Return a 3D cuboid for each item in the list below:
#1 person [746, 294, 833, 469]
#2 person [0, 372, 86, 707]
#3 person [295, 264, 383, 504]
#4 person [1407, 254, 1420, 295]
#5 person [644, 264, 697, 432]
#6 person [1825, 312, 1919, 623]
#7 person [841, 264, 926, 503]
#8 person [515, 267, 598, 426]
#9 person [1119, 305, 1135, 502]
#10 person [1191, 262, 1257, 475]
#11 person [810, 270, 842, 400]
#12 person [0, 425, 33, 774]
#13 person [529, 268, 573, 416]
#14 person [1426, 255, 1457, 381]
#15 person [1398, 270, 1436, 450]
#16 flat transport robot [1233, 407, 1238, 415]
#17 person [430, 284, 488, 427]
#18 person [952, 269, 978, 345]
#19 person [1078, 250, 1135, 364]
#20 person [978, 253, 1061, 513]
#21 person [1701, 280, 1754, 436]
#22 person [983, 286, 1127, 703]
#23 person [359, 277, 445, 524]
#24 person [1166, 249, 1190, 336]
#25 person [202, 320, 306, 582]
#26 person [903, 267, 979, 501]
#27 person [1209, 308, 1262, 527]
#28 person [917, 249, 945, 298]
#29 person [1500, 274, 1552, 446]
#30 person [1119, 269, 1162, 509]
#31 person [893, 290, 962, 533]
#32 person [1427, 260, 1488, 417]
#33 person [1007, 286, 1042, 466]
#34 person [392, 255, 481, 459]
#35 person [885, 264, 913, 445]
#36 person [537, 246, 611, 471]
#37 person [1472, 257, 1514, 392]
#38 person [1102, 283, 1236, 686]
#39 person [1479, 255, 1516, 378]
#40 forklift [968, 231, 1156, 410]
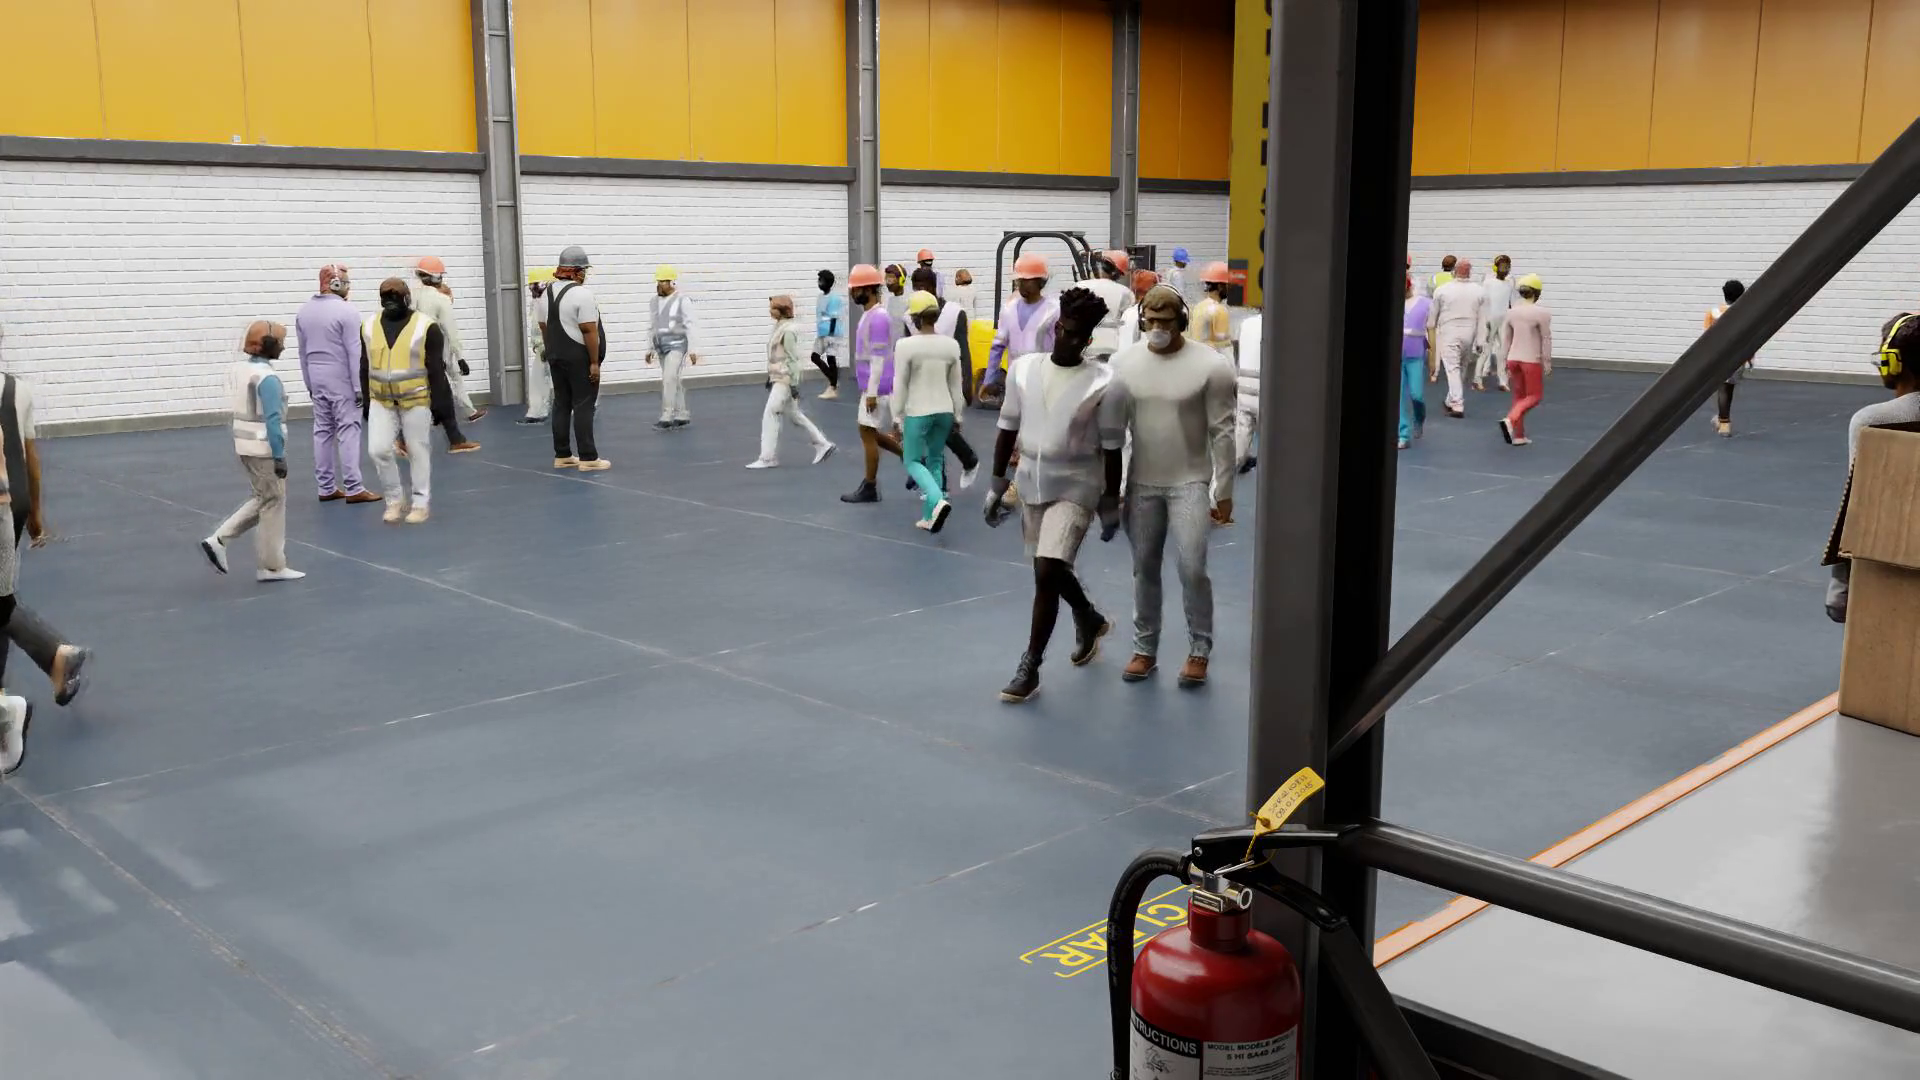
[{"bbox_3d":[-1.568,-1.466,15.324,0.796,1.605,0.513,-2,11,-13],"label":"person"},{"bbox_3d":[-4.262,-0.115,7.416,0.783,1.819,0.527,3,11,18],"label":"person"},{"bbox_3d":[-4.968,-1.242,13.301,0.642,1.902,0.399,5,12,27],"label":"person"},{"bbox_3d":[6.221,-3.150,23.802,0.668,1.869,1.016,2,11,10],"label":"person"},{"bbox_3d":[-3.242,-2.078,18.101,0.625,1.806,0.763,8,13,38],"label":"person"},{"bbox_3d":[3.382,0.118,6.011,0.512,1.860,0.318,-2,11,-10],"label":"person"},{"bbox_3d":[-0.607,-1.243,13.293,0.661,1.913,0.545,-3,11,-14],"label":"person"},{"bbox_3d":[-4.580,-2.191,18.823,0.945,1.781,0.594,-8,13,-37],"label":"person"},{"bbox_3d":[1.450,-1.055,13.111,0.800,1.605,0.483,0,10,-2],"label":"person"},{"bbox_3d":[2.296,-1.462,14.526,0.973,1.887,0.567,-2,11,-10],"label":"person"},{"bbox_3d":[-1.735,-2.666,21.630,0.370,1.684,0.556,-5,12,-26],"label":"person"},{"bbox_3d":[-3.713,0.083,6.080,0.596,1.902,0.779,2,11,10],"label":"person"},{"bbox_3d":[-4.833,-2.341,19.723,0.494,1.743,0.304,-1,10,-6],"label":"person"},{"bbox_3d":[7.118,-3.228,24.291,0.621,1.845,0.429,6,12,28],"label":"person"},{"bbox_3d":[4.513,-1.836,16.791,0.588,1.807,0.692,5,12,27],"label":"person"},{"bbox_3d":[3.937,-1.541,19.377,1.431,0.197,0.652,-1,10,-5],"label":"flat transport robot"},{"bbox_3d":[-5.764,-2.067,18.649,0.518,1.574,0.857,7,12,33],"label":"person"},{"bbox_3d":[0.062,-3.238,24.913,0.289,1.633,0.499,10,14,43],"label":"person"},{"bbox_3d":[1.421,-1.869,16.521,0.679,1.985,0.439,-3,11,-17],"label":"person"},{"bbox_3d":[0.503,-1.218,12.920,0.632,1.983,1.043,9,13,39],"label":"person"},{"bbox_3d":[8.245,-1.963,17.908,0.549,1.646,0.864,1,10,7],"label":"person"},{"bbox_3d":[0.506,-0.247,7.849,0.640,1.911,0.963,7,13,35],"label":"person"},{"bbox_3d":[-4.111,-1.010,12.235,0.656,1.822,0.503,0,10,2],"label":"person"},{"bbox_3d":[3.489,-3.798,27.237,0.507,1.909,0.666,-1,10,-5],"label":"person"},{"bbox_3d":[-4.308,-0.525,10.122,0.507,1.621,0.545,-8,13,-38],"label":"person"},{"bbox_3d":[-0.151,-1.261,13.462,0.630,1.882,0.585,8,13,36],"label":"person"},{"bbox_3d":[2.190,-0.996,12.178,0.969,1.841,0.558,-6,12,-31],"label":"person"},{"bbox_3d":[-0.474,-3.261,24.234,0.374,1.929,0.542,8,13,37],"label":"person"},{"bbox_3d":[5.640,-1.794,16.718,0.576,1.746,0.537,-7,12,-33],"label":"person"},{"bbox_3d":[1.426,-1.158,12.935,0.453,1.865,0.587,-4,11,-21],"label":"person"},{"bbox_3d":[-0.199,-0.893,11.805,0.538,1.743,0.568,-6,12,-29],"label":"person"},{"bbox_3d":[5.896,-2.396,19.775,0.635,1.851,1.053,-1,10,-3],"label":"person"},{"bbox_3d":[0.633,-1.597,15.219,0.402,1.911,0.639,-2,11,-9],"label":"person"},{"bbox_3d":[-5.129,-1.760,16.017,0.610,1.956,1.026,9,14,42],"label":"person"},{"bbox_3d":[-0.664,-1.857,16.814,0.676,1.839,0.505,-5,11,-24],"label":"person"},{"bbox_3d":[-3.488,-1.661,15.201,0.686,2.000,0.535,8,13,38],"label":"person"},{"bbox_3d":[7.363,-2.938,22.820,0.591,1.868,0.667,-3,11,-17],"label":"person"},{"bbox_3d":[0.965,-0.248,7.855,0.659,1.916,0.450,5,12,27],"label":"person"},{"bbox_3d":[8.104,-3.357,25.013,0.430,1.839,0.619,-6,12,-32],"label":"person"},{"bbox_3d":[1.222,-2.721,20.561,2.313,2.155,1.214,2,11,13],"label":"forklift"}]
